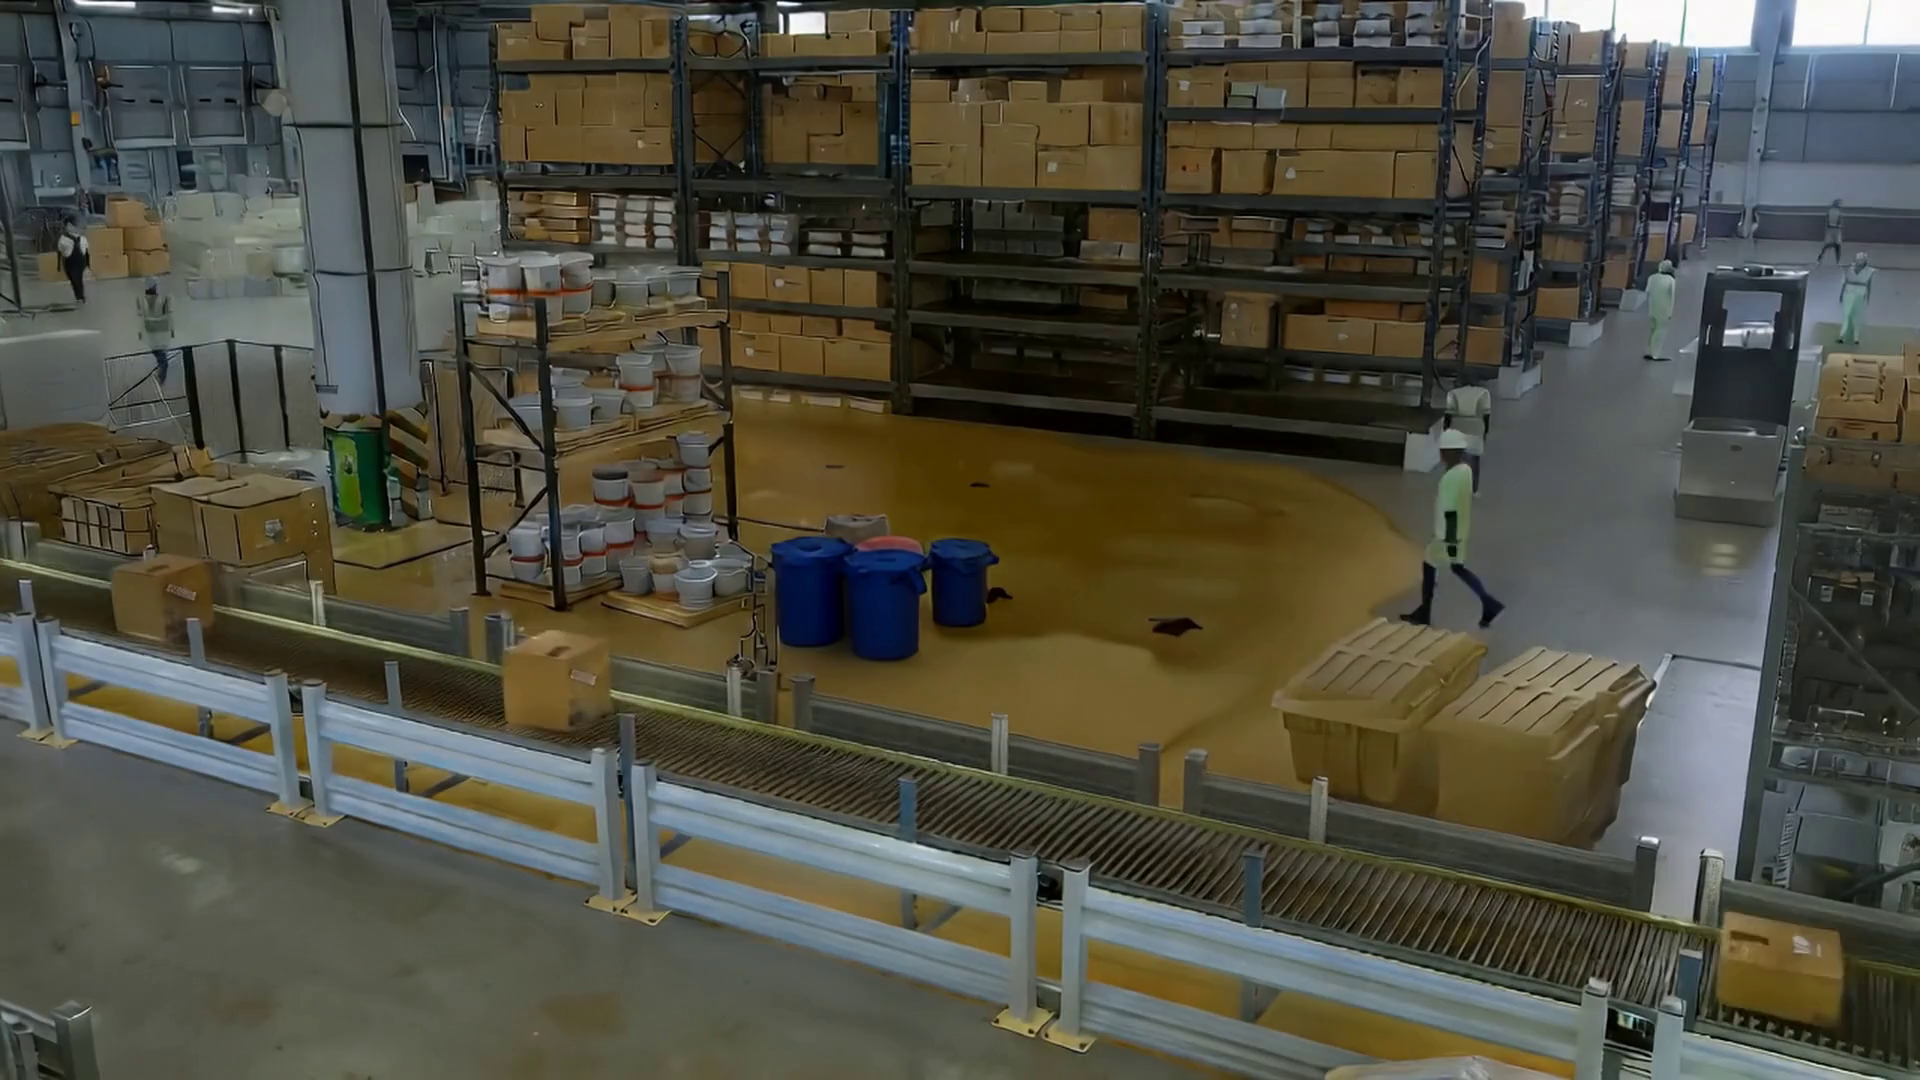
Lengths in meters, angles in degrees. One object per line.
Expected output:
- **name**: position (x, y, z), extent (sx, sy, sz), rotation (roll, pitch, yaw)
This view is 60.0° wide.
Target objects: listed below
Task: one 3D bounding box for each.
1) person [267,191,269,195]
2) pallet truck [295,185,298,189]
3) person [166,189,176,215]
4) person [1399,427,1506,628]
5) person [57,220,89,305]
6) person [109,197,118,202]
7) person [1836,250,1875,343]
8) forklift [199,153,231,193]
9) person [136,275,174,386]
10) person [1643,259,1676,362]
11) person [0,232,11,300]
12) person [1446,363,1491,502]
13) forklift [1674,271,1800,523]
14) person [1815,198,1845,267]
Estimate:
- **person**: position (-22.696, -10.505, 54.481), extent (0.655, 1.888, 0.985), rotation (5, 16, 17)
- **pallet truck**: position (-26.804, -14.617, 69.738), extent (1.885, 1.965, 0.823), rotation (-14, 20, -42)
- **person**: position (-27.629, -11.477, 58.514), extent (0.316, 1.694, 0.541), rotation (10, 18, 33)
- **person**: position (4.598, -0.095, 15.333), extent (0.867, 1.909, 0.545), rotation (9, 18, 32)
- **person**: position (-21.077, -6.622, 39.603), extent (0.963, 2.000, 0.677), rotation (10, 18, 34)
- **person**: position (-25.572, -9.504, 50.728), extent (0.585, 1.900, 0.815), rotation (9, 18, 32)
- **person**: position (18.051, -4.907, 33.521), extent (0.567, 1.849, 0.389), rotation (11, 18, 35)
- **forklift**: position (-27.440, -12.865, 61.464), extent (1.873, 2.768, 1.129), rotation (8, 17, 28)
- **person**: position (-13.868, -3.658, 28.754), extent (0.572, 1.895, 0.883), rotation (-3, 15, -12)
- **person**: position (13.124, -4.294, 31.131), extent (0.398, 1.899, 0.647), rotation (-6, 16, -22)
- **person**: position (-23.529, -6.854, 40.669), extent (0.370, 1.941, 0.627), rotation (-3, 15, -10)
- **person**: position (6.184, -1.306, 20.277), extent (0.536, 1.696, 0.318), rotation (7, 16, 25)
- **forklift**: position (9.269, -1.763, 19.726), extent (1.129, 2.768, 1.873), rotation (8, 17, 27)
- **person**: position (25.449, -8.959, 48.472), extent (1.031, 2.004, 0.608), rotation (-8, 17, -29)
